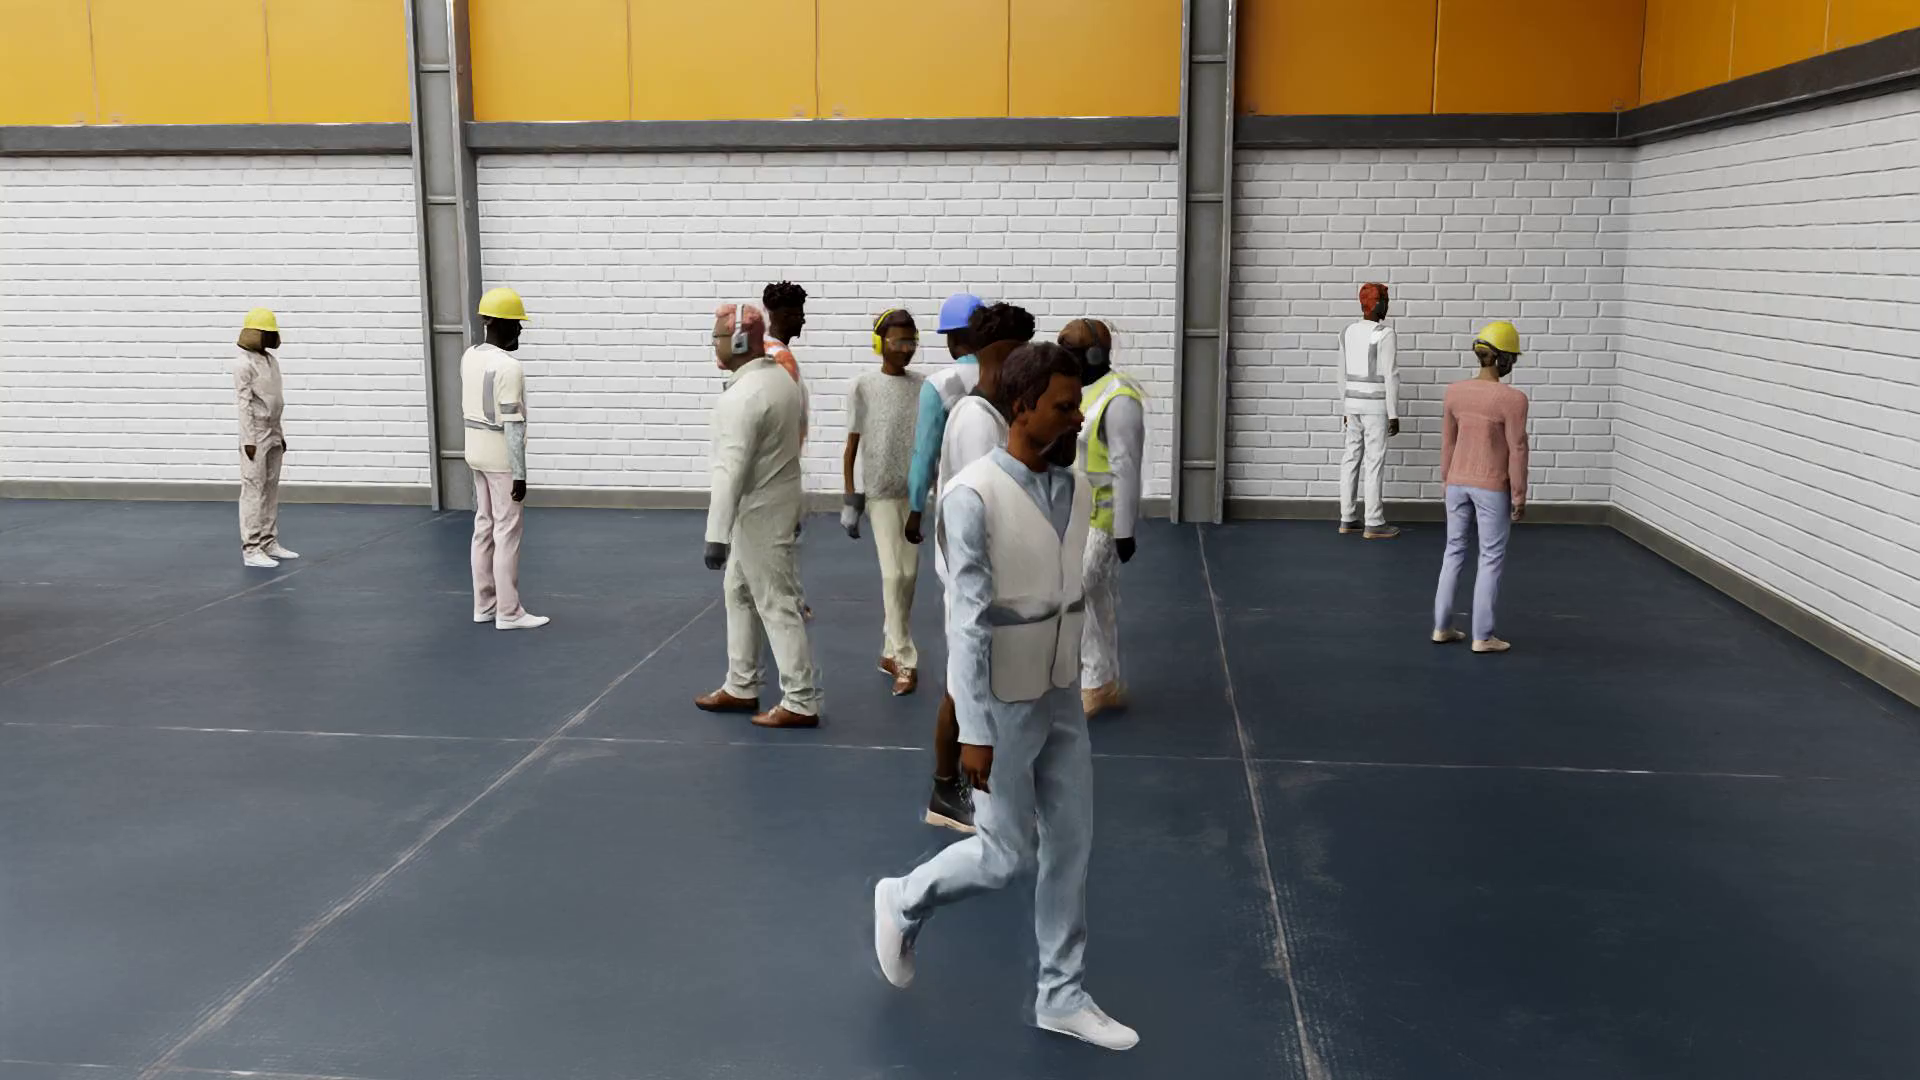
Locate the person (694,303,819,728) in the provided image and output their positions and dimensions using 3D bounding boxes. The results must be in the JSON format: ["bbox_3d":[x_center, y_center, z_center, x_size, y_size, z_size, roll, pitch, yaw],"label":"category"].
[{"bbox_3d":[-0.965,-0.095,7.379,0.769,1.886,0.691,2,10,9],"label":"person"}]

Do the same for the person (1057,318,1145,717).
[{"bbox_3d":[0.558,-0.092,7.564,0.512,1.823,0.640,-3,10,-15],"label":"person"}]

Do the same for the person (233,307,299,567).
[{"bbox_3d":[-4.703,-0.697,11.259,0.322,1.741,0.489,1,10,4],"label":"person"}]

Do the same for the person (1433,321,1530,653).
[{"bbox_3d":[2.781,-0.273,8.810,0.342,1.754,0.531,-7,12,-35],"label":"person"}]

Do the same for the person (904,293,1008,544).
[{"bbox_3d":[0.051,-0.181,7.775,0.644,1.922,0.476,-8,13,-39],"label":"person"}]

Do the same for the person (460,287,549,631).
[{"bbox_3d":[-2.568,-0.448,9.340,0.385,1.919,0.583,-9,13,-41],"label":"person"}]

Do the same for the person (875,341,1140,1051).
[{"bbox_3d":[0.123,0.412,4.464,0.716,1.900,0.603,8,13,38],"label":"person"}]

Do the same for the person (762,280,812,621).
[{"bbox_3d":[-1.046,-0.508,9.580,0.388,1.958,0.598,-4,11,-21],"label":"person"}]

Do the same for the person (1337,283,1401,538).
[{"bbox_3d":[3.043,-0.958,12.351,0.355,1.882,0.576,-6,11,-30],"label":"person"}]

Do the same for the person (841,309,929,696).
[{"bbox_3d":[-0.277,-0.193,8.101,0.573,1.848,0.567,-6,11,-29],"label":"person"}]

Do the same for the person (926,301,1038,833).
[{"bbox_3d":[0.141,0.118,6.015,0.586,1.936,0.714,2,10,11],"label":"person"}]
